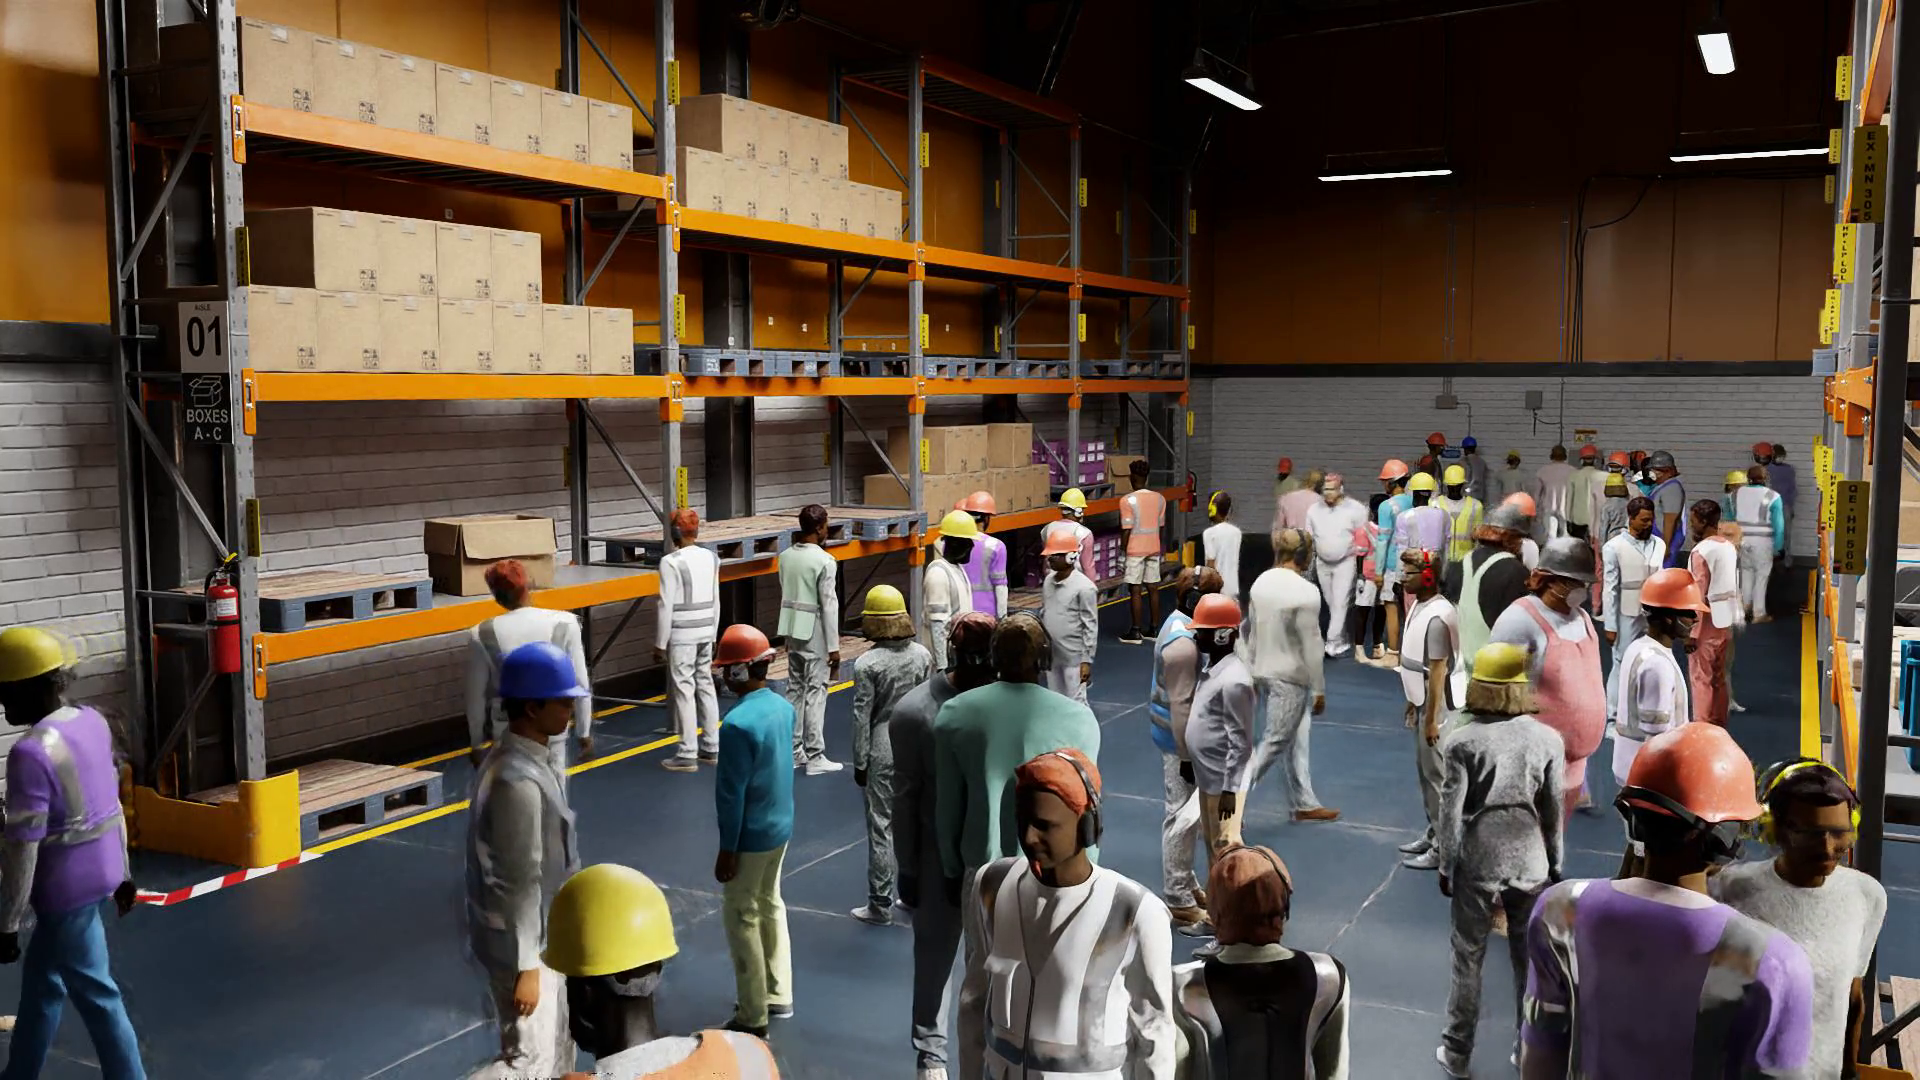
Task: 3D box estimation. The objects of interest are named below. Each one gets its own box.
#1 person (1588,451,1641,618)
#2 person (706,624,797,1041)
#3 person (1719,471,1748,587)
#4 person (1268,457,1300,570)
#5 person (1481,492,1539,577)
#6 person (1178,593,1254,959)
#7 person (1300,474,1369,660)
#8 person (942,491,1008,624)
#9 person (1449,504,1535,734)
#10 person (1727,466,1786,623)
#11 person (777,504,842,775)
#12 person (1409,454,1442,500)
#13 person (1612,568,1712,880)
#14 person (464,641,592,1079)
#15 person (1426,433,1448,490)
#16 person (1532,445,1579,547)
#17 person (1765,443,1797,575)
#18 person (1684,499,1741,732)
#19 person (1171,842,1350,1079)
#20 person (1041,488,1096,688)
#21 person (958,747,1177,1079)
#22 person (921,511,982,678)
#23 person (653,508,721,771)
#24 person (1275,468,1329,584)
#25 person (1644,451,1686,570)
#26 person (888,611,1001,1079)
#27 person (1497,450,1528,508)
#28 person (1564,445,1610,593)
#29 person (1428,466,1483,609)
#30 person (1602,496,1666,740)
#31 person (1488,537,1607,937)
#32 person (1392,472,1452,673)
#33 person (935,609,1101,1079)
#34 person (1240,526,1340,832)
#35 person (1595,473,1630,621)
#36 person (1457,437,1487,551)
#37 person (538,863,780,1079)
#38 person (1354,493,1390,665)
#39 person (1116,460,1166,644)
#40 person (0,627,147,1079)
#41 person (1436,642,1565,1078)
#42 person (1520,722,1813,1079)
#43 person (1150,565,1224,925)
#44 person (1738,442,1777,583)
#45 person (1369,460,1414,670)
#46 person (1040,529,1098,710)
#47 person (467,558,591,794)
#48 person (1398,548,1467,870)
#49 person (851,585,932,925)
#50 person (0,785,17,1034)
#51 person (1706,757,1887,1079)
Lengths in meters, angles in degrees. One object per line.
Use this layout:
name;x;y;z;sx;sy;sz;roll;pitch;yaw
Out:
person;7.680;-0.048;19.505;0.616;1.986;0.407;5;7;43
person;-0.899;1.226;7.091;0.354;1.737;0.576;2;6;17
person;9.261;0.040;19.885;0.325;1.737;0.486;-2;6;-24
person;4.743;-0.362;24.303;0.494;1.708;0.584;-4;7;-36
person;4.315;0.586;13.036;0.470;1.921;0.544;-2;6;-20
person;1.240;1.129;8.053;0.333;1.749;0.574;0;5;-3
person;3.723;0.270;16.723;0.674;1.854;0.957;4;7;37
person;0.129;0.580;13.070;0.550;1.925;0.392;3;6;26
person;3.485;0.740;10.709;0.812;2.000;0.712;-2;6;-24
person;9.251;0.051;19.308;0.471;1.816;0.674;-4;7;-37
person;-1.082;0.704;11.805;0.392;1.912;0.590;-5;7;-42
person;5.997;-0.184;21.553;0.608;1.871;0.480;-5;7;-44
person;3.180;1.086;7.573;0.385;1.932;0.543;1;6;16
person;-1.495;1.287;5.420;0.742;1.929;0.623;-1;5;-13
person;7.244;-0.623;25.435;0.407;2.035;0.610;3;6;25
person;8.543;-0.407;23.838;0.655;1.888;0.985;2;6;18
person;11.850;-0.450;24.182;0.653;1.919;0.397;-1;5;-7
person;5.591;0.649;12.421;0.409;1.909;0.593;5;7;44
person;0.706;1.558;4.063;0.515;1.636;0.314;-1;5;-11
person;0.998;0.444;15.081;0.586;1.824;0.404;5;7;43
person;0.238;1.436;4.056;0.584;1.883;0.344;4;7;36
person;-0.052;0.761;11.162;0.405;1.913;0.600;1;6;16
person;-1.938;0.709;11.946;0.344;1.878;0.575;3;6;31
person;3.549;0.192;17.404;0.616;1.892;0.695;-5;7;-45
person;7.874;-0.005;18.730;0.535;2.000;0.683;2;6;17
person;0.049;1.214;6.405;0.636;1.899;0.401;-2;6;-16
person;8.632;-0.536;26.011;0.535;1.740;0.361;5;7;41
person;8.422;-0.290;22.310;0.621;1.941;1.011;2;6;18
person;5.162;0.179;17.396;0.590;1.920;0.390;1;5;11
person;5.191;0.610;12.837;0.598;1.908;0.401;-3;6;-26
person;2.948;0.965;8.296;0.692;2.000;0.538;-3;6;-33
person;4.380;0.321;15.822;0.592;1.926;0.366;-2;6;-19
person;0.213;1.221;6.148;0.629;1.932;0.376;2;6;17
person;1.930;0.861;10.228;0.942;1.904;0.653;-2;6;-19
person;7.614;0.091;19.342;0.487;1.738;0.320;-2;6;-17
person;8.187;-0.693;26.722;0.616;1.936;0.430;-3;6;-30
person;-0.606;1.529;3.065;0.603;1.882;0.971;-4;7;-38
person;4.108;0.380;16.393;0.538;1.698;0.319;-3;6;-28
person;1.925;0.123;17.742;0.601;1.967;0.369;-4;6;-34
person;-3.355;1.254;6.004;0.894;1.881;0.613;-1;5;-6
person;2.138;1.273;6.616;0.494;1.737;0.340;0;5;0
person;1.523;1.402;3.580;0.391;2.041;0.615;-5;7;-41
person;1.197;1.043;8.552;0.430;1.838;0.624;1;5;13
person;11.046;-0.368;22.970;0.435;1.973;0.621;1;5;7
person;4.218;0.240;16.133;0.607;2.036;0.406;-4;7;-39
person;0.725;0.795;11.646;0.341;1.750;0.566;-3;6;-32
person;-2.241;1.027;8.620;0.640;1.861;0.387;-1;5;-13
person;2.700;0.957;9.510;0.398;1.836;0.562;1;5;8
person;-0.366;1.095;8.541;0.483;1.737;0.320;-4;7;-39
person;-4.115;1.299;6.649;0.523;1.672;0.788;1;5;14
person;2.117;1.438;4.454;0.570;1.826;0.878;0;5;-3
